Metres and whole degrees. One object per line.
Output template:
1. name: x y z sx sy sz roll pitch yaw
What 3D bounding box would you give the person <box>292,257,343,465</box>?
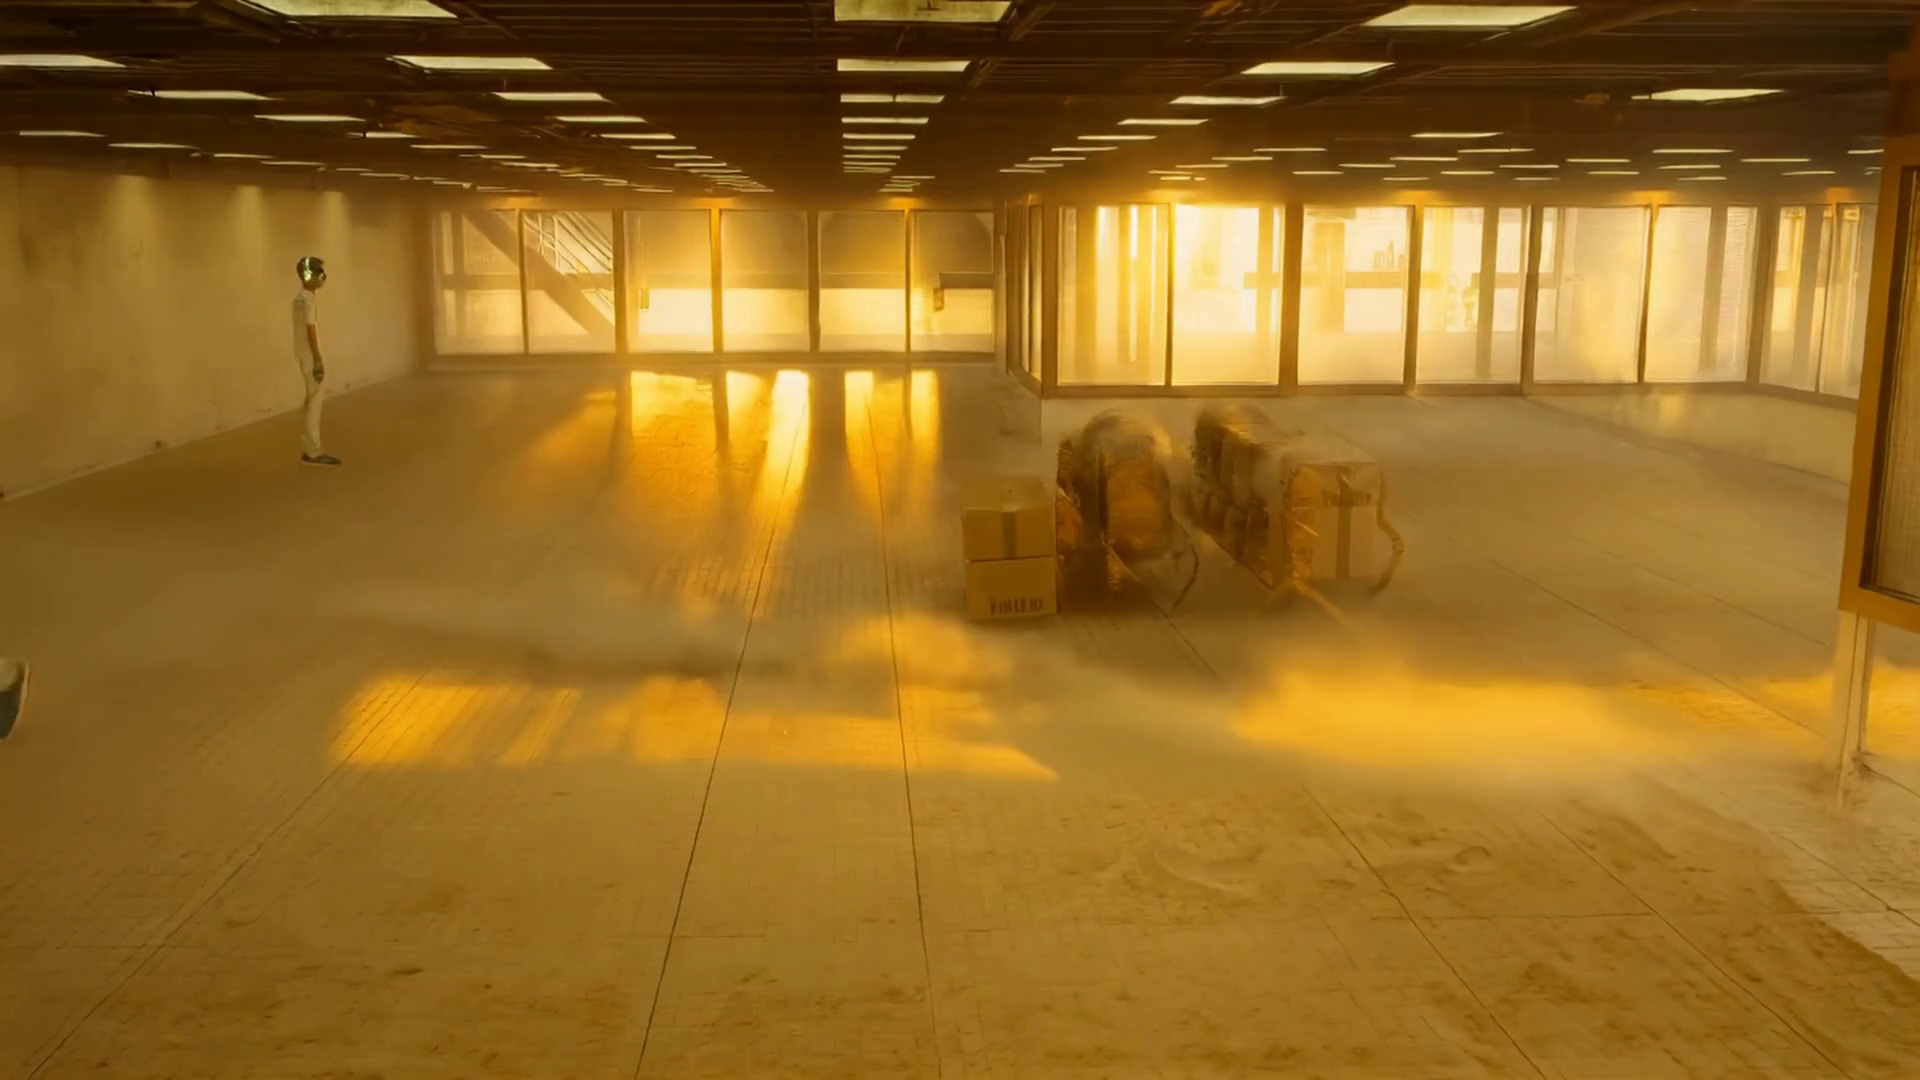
1. person: -5.799 -1.600 14.935 0.311 1.865 0.533 -6 12 -29

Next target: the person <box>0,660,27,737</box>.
1. person: -4.173 -0.041 6.469 0.657 1.890 0.759 6 12 28
